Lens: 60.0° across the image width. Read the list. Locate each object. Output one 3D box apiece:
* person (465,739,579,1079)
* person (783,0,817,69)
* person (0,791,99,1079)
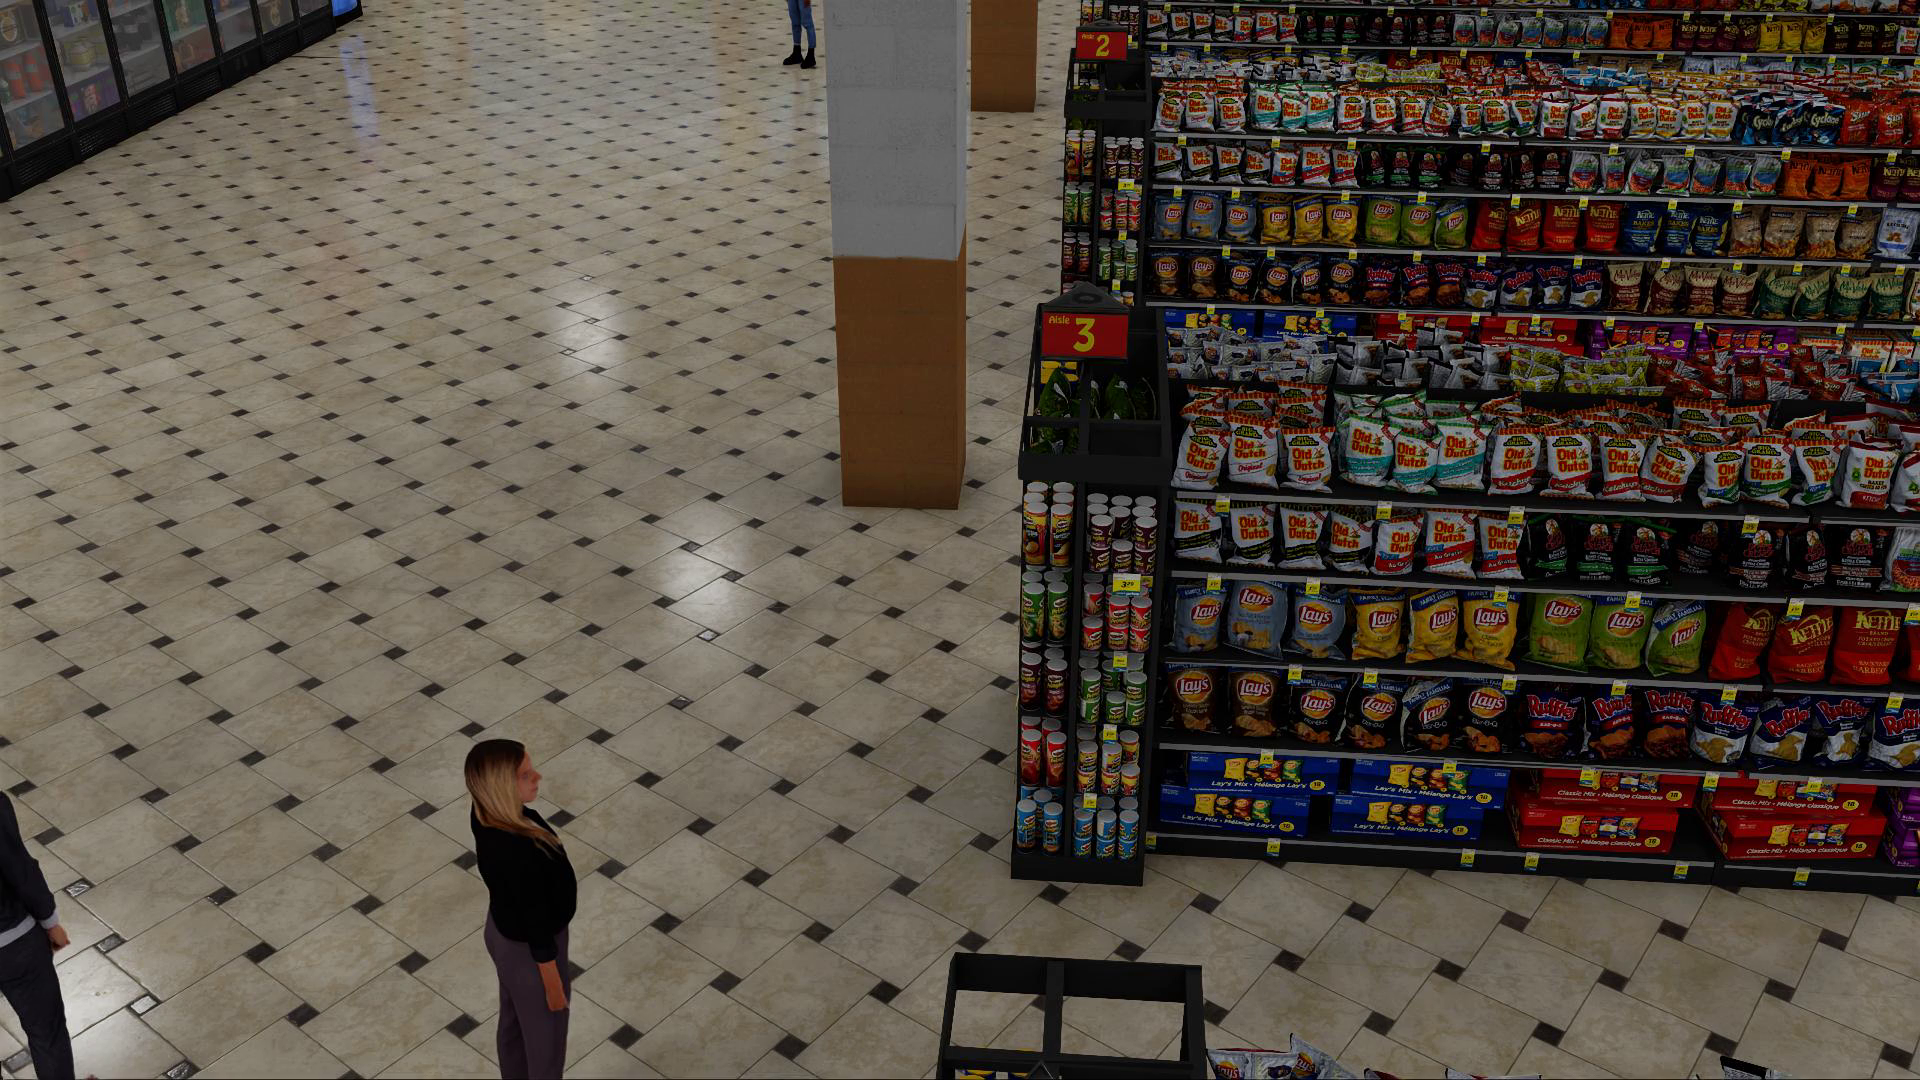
[{"bbox_3d":[-1.408,1.352,5.385,0.722,1.670,0.683,-18,33,-29],"label":"person"},{"bbox_3d":[-1.900,-6.497,19.729,0.642,1.702,0.717,24,37,37],"label":"person"},{"bbox_3d":[-3.166,1.300,5.378,0.599,1.769,0.744,-6,29,-10],"label":"person"}]
